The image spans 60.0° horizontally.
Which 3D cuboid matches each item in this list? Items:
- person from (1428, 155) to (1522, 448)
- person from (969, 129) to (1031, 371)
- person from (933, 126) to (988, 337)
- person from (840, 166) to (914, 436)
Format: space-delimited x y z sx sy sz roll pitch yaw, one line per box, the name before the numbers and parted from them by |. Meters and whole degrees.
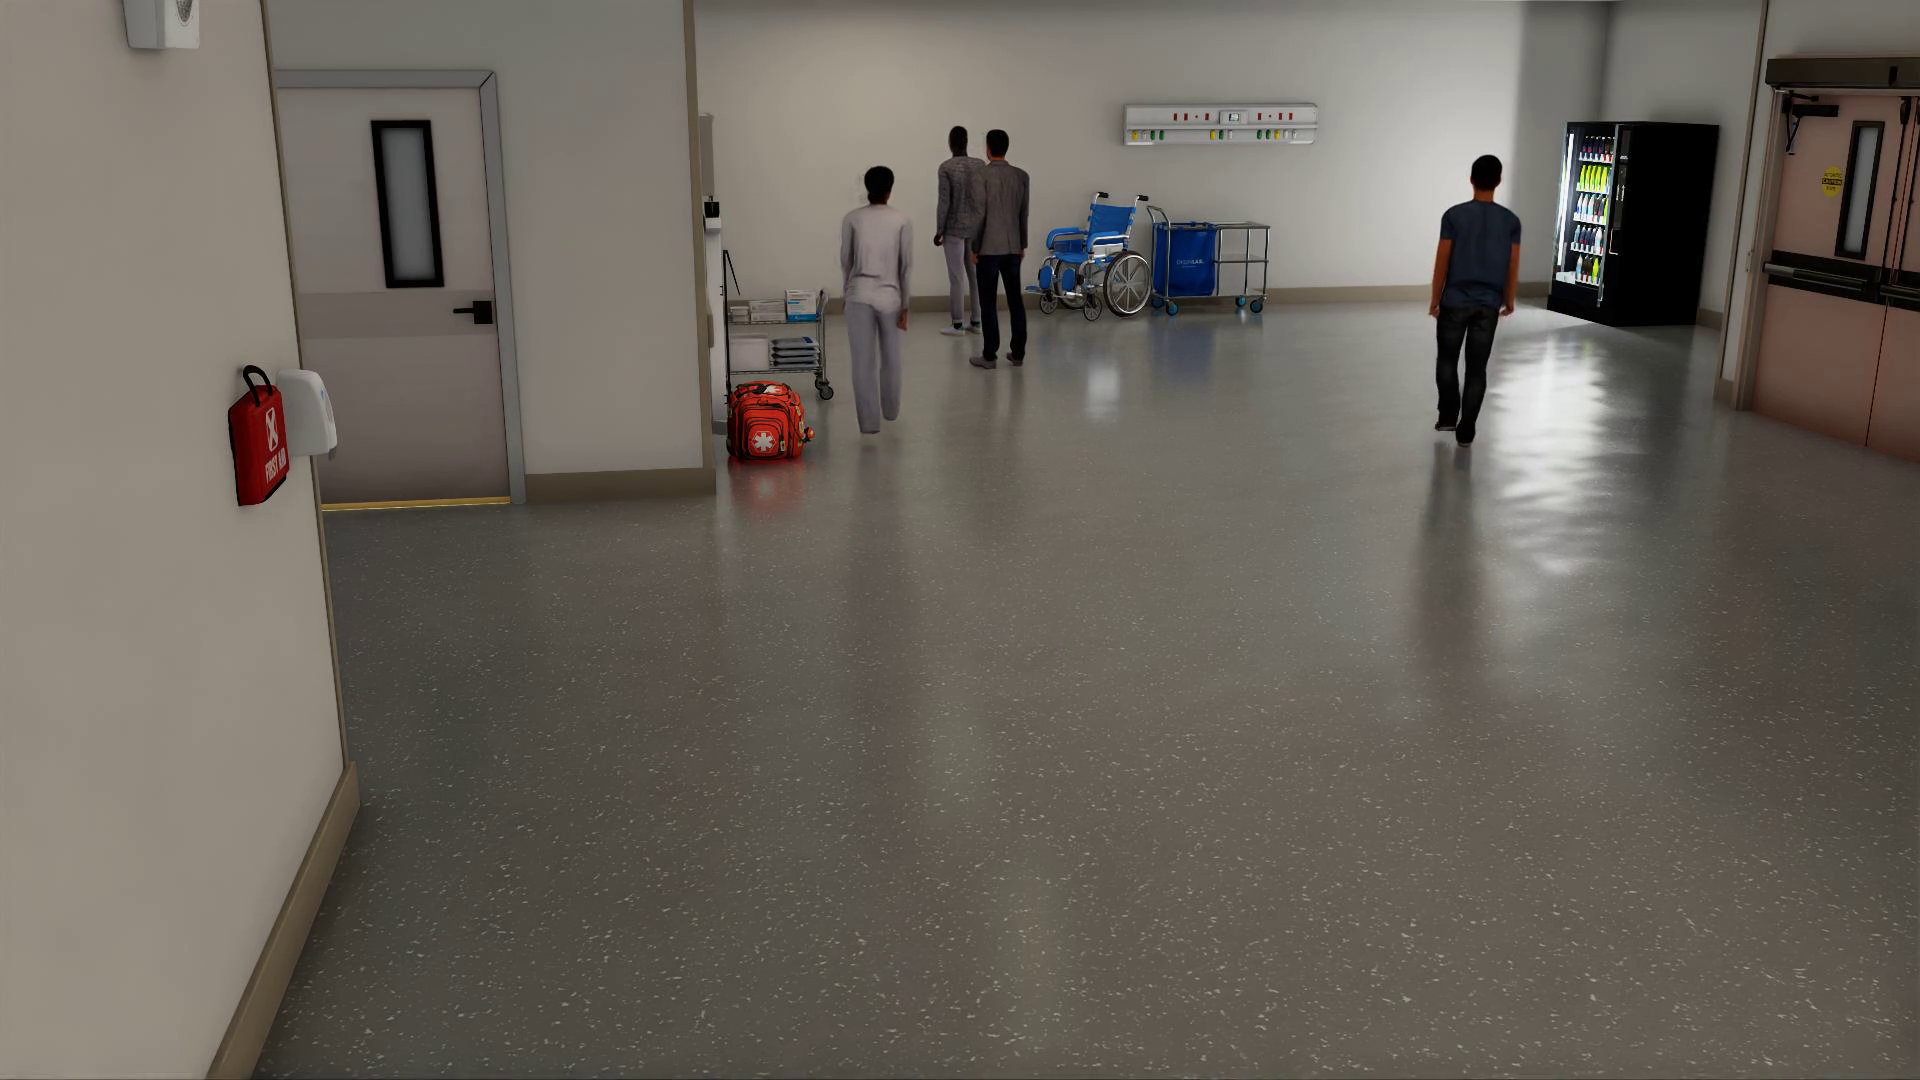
person | 3.192 -1.462 10.349 0.809 1.796 0.835 3 16 11
person | 0.312 -2.313 13.228 0.754 1.873 0.721 -8 18 -27
person | 0.022 -2.766 14.900 0.757 1.838 0.713 -11 19 -33
person | -0.552 -1.481 10.621 0.728 1.686 1.200 0 16 -1
